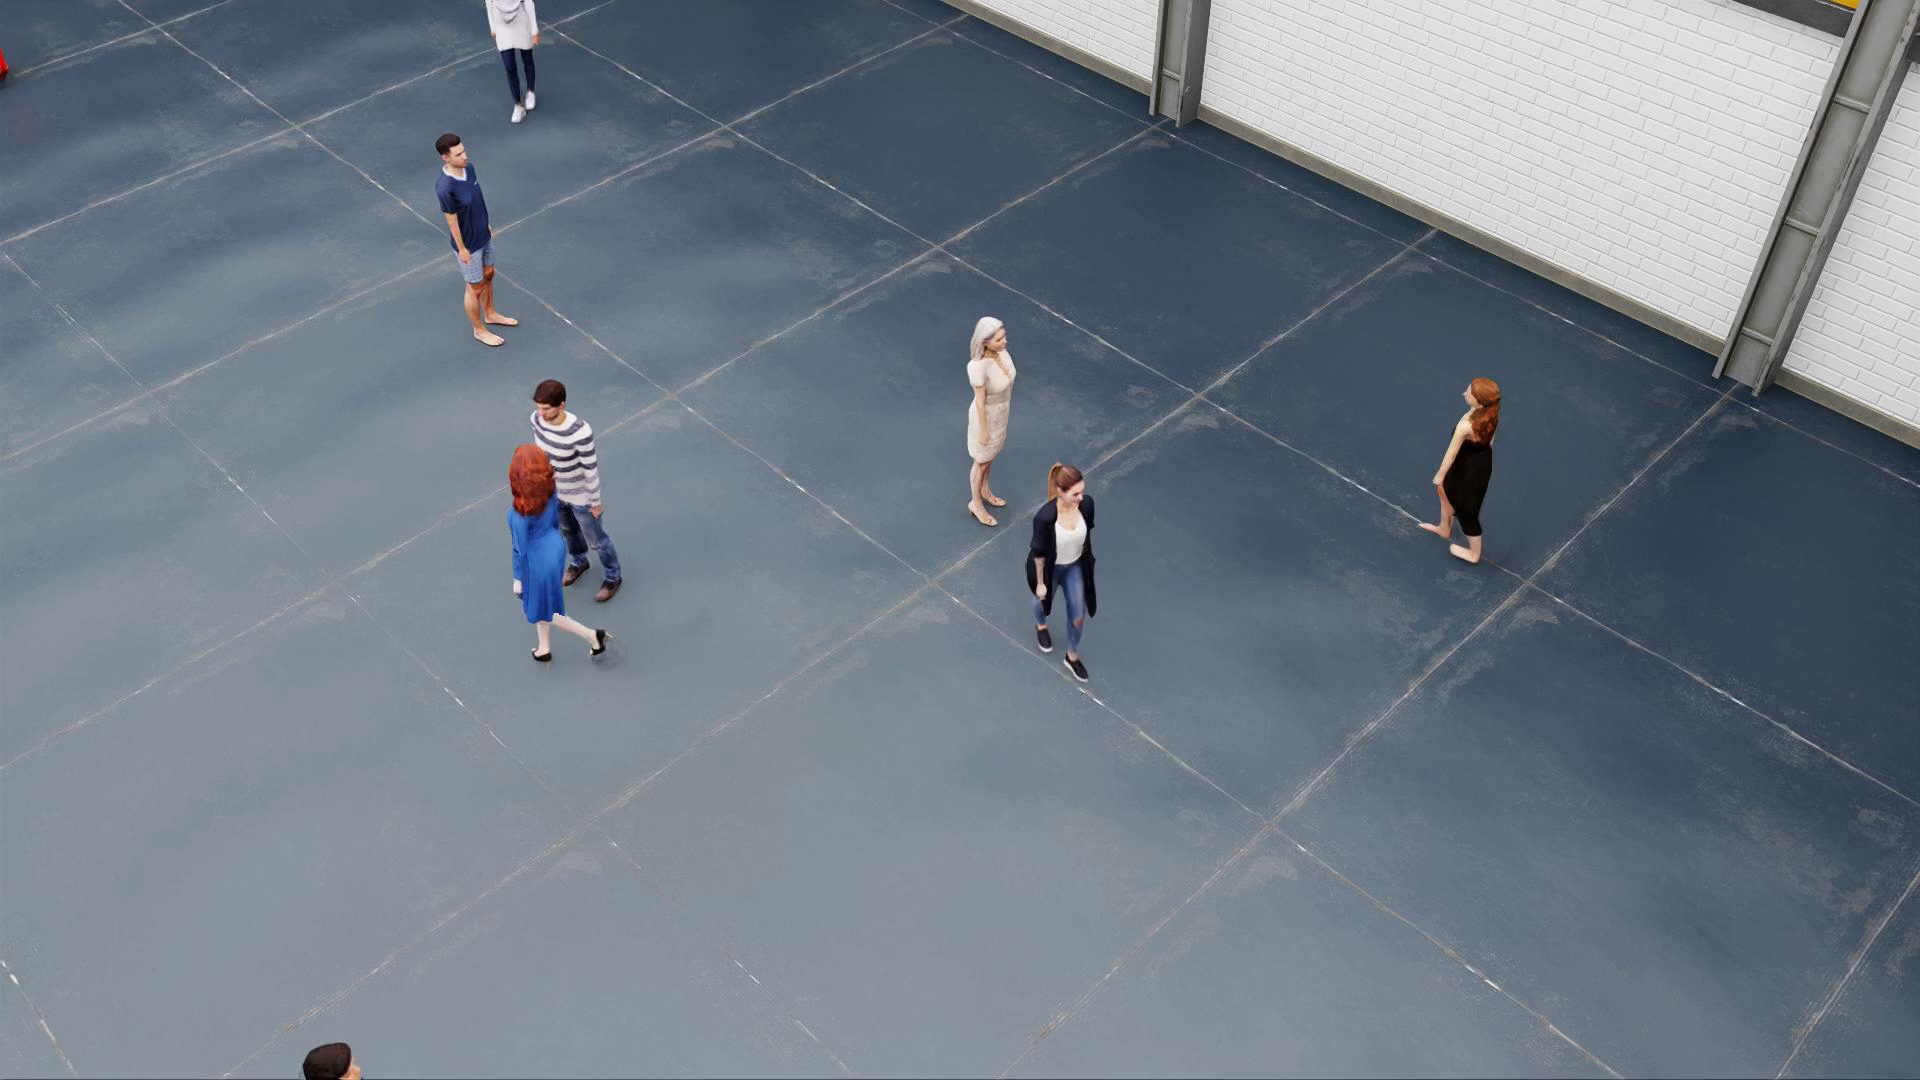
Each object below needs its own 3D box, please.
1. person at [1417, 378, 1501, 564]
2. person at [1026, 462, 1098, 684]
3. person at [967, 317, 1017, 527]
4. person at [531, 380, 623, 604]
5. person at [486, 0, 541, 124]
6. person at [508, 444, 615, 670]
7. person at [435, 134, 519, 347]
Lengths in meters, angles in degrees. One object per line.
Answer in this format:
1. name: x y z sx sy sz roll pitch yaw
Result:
1. person: 3.571 -0.461 11.473 0.620 1.596 0.756 -29 51 -27
2. person: 0.602 0.109 10.830 0.826 1.658 0.955 -13 45 -13
3. person: 0.196 -0.852 11.782 0.684 1.736 0.680 14 45 15
4. person: -2.598 -0.356 11.182 0.547 1.844 0.751 23 48 22
5. person: -4.312 -5.013 16.134 0.918 1.758 0.991 -3 44 -3
6. person: -2.623 0.168 10.671 0.975 1.791 0.895 2 44 2
7. person: -3.933 -2.436 13.363 0.717 1.848 0.706 10 45 10
